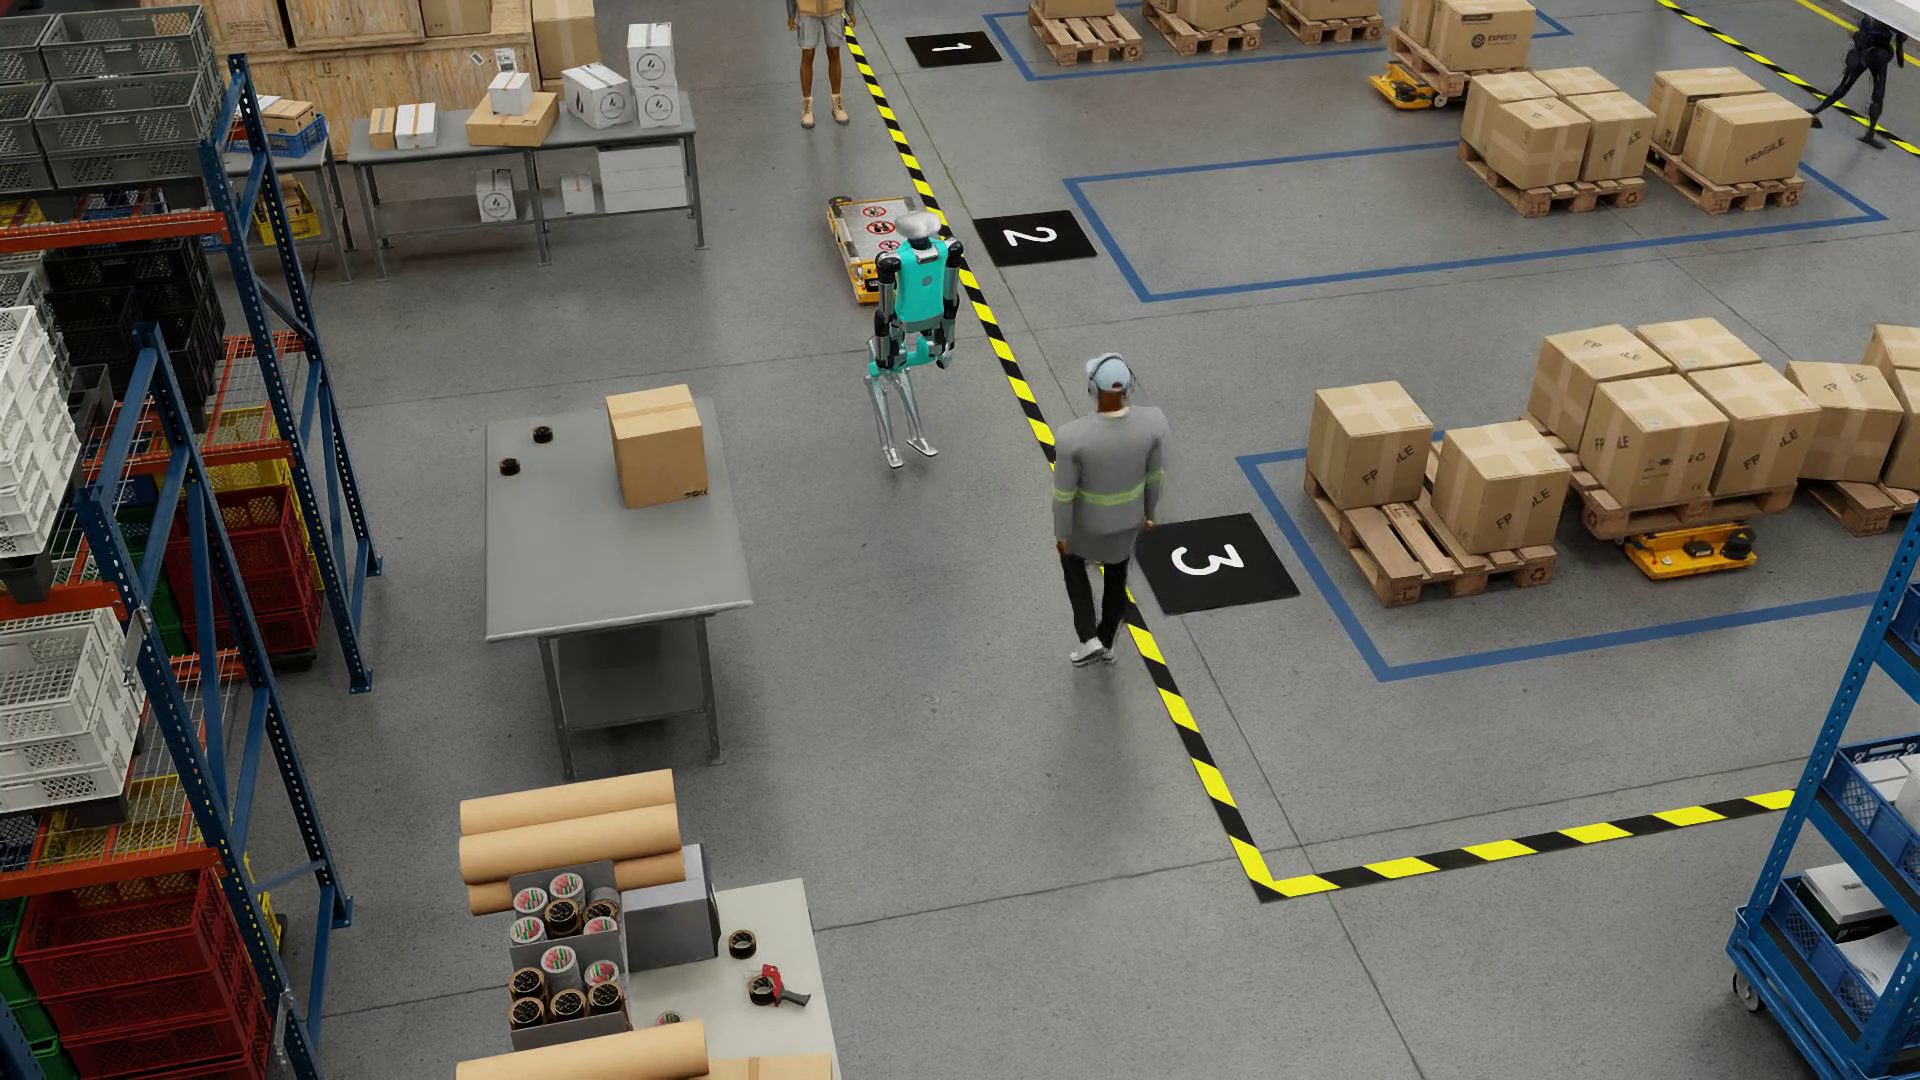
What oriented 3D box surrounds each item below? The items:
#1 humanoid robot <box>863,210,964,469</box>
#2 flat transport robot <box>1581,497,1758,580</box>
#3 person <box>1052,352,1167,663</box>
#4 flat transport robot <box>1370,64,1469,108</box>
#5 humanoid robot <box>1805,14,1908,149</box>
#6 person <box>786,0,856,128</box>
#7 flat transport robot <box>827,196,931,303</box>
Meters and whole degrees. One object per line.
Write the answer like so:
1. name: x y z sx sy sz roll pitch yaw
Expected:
1. humanoid robot: -0.349 -1.255 9.895 0.533 1.681 0.735 -18 40 -23
2. flat transport robot: 4.061 -0.297 9.929 0.652 0.197 1.431 -8 37 -10
3. person: 0.733 -0.135 8.419 0.598 1.841 0.450 -8 37 -10
4. flat transport robot: 4.550 -4.205 15.182 1.431 0.197 0.652 -8 37 -10
5. humanoid robot: 7.695 -4.178 14.030 0.585 1.637 0.766 -15 39 -19
6. person: -1.182 -4.529 14.164 0.604 2.034 0.386 -8 37 -10
7. flat transport robot: -0.570 -2.220 12.538 0.659 0.231 1.431 -8 37 -10
